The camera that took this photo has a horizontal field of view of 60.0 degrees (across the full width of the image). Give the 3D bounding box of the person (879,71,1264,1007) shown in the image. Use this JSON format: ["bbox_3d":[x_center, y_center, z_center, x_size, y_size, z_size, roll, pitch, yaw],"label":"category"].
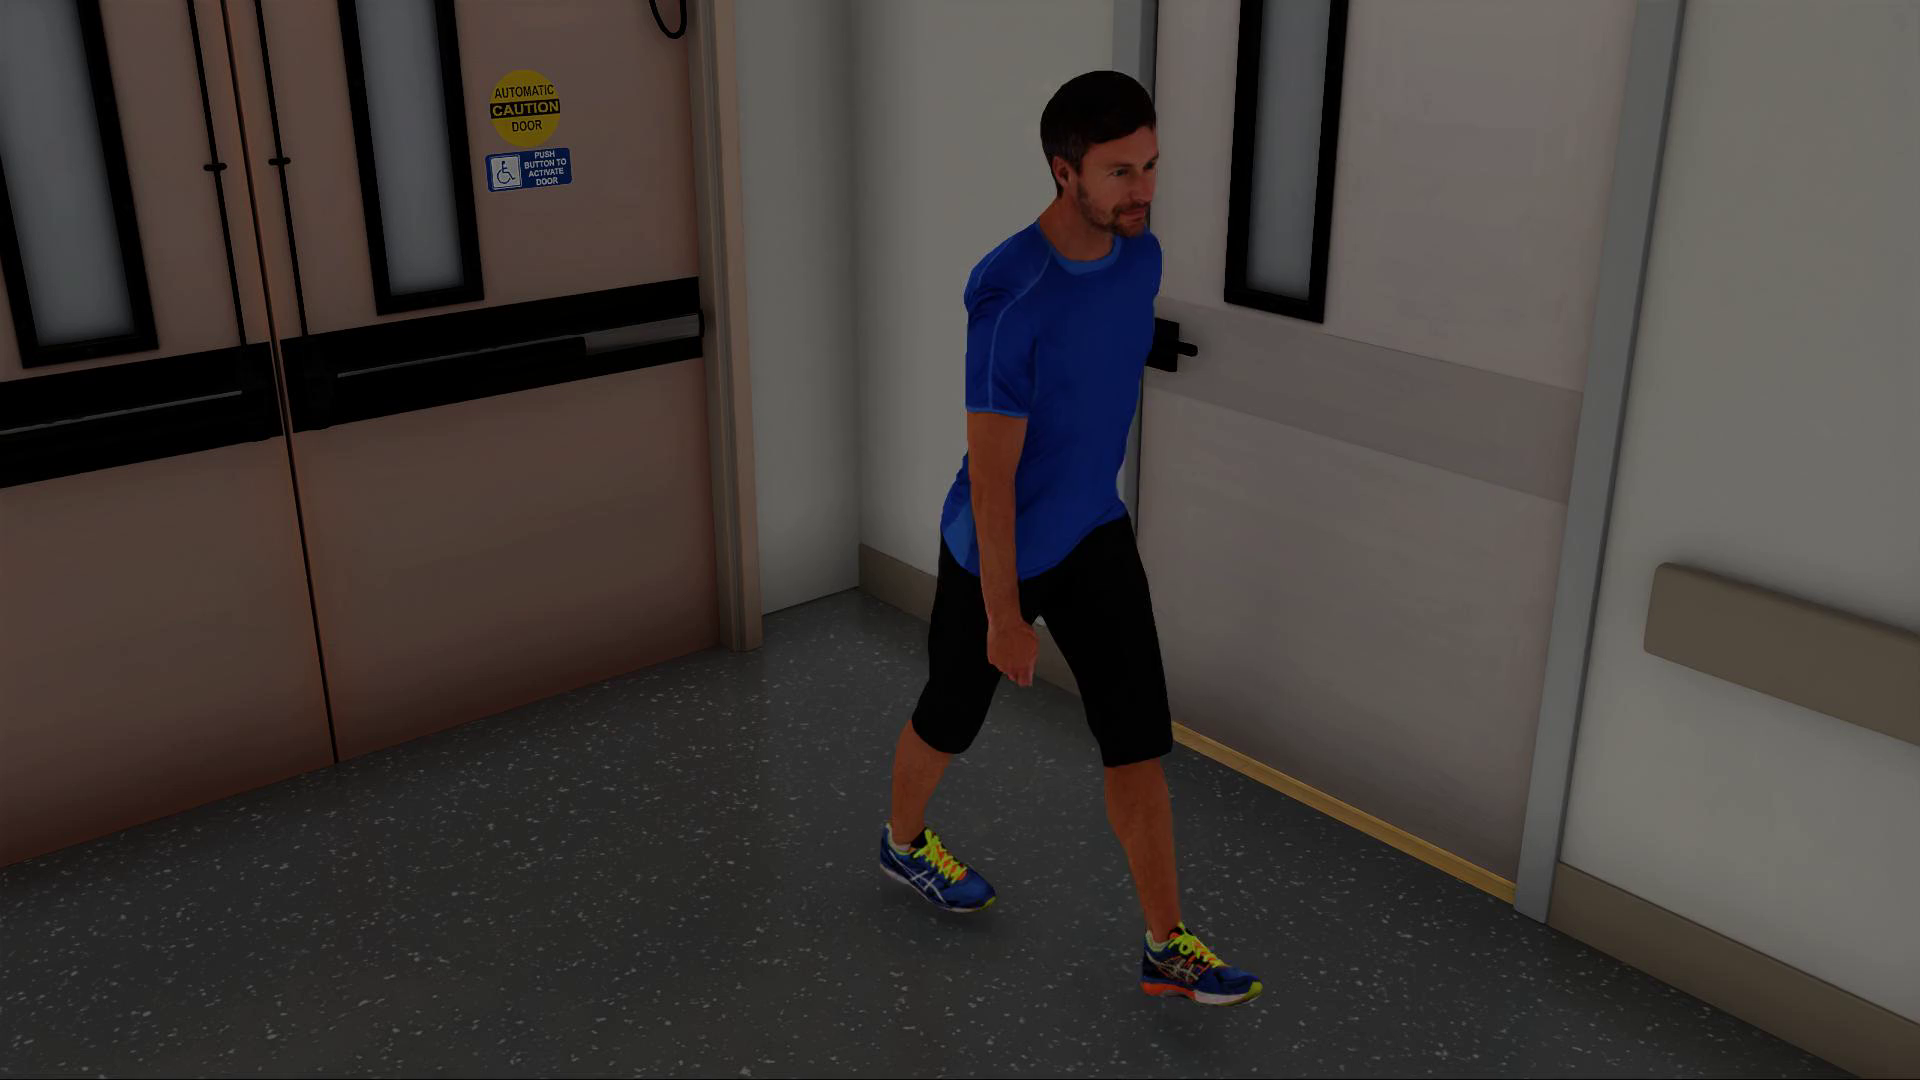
[{"bbox_3d":[0.084,0.023,3.285,0.658,1.788,1.207,-19,28,-41],"label":"person"}]
